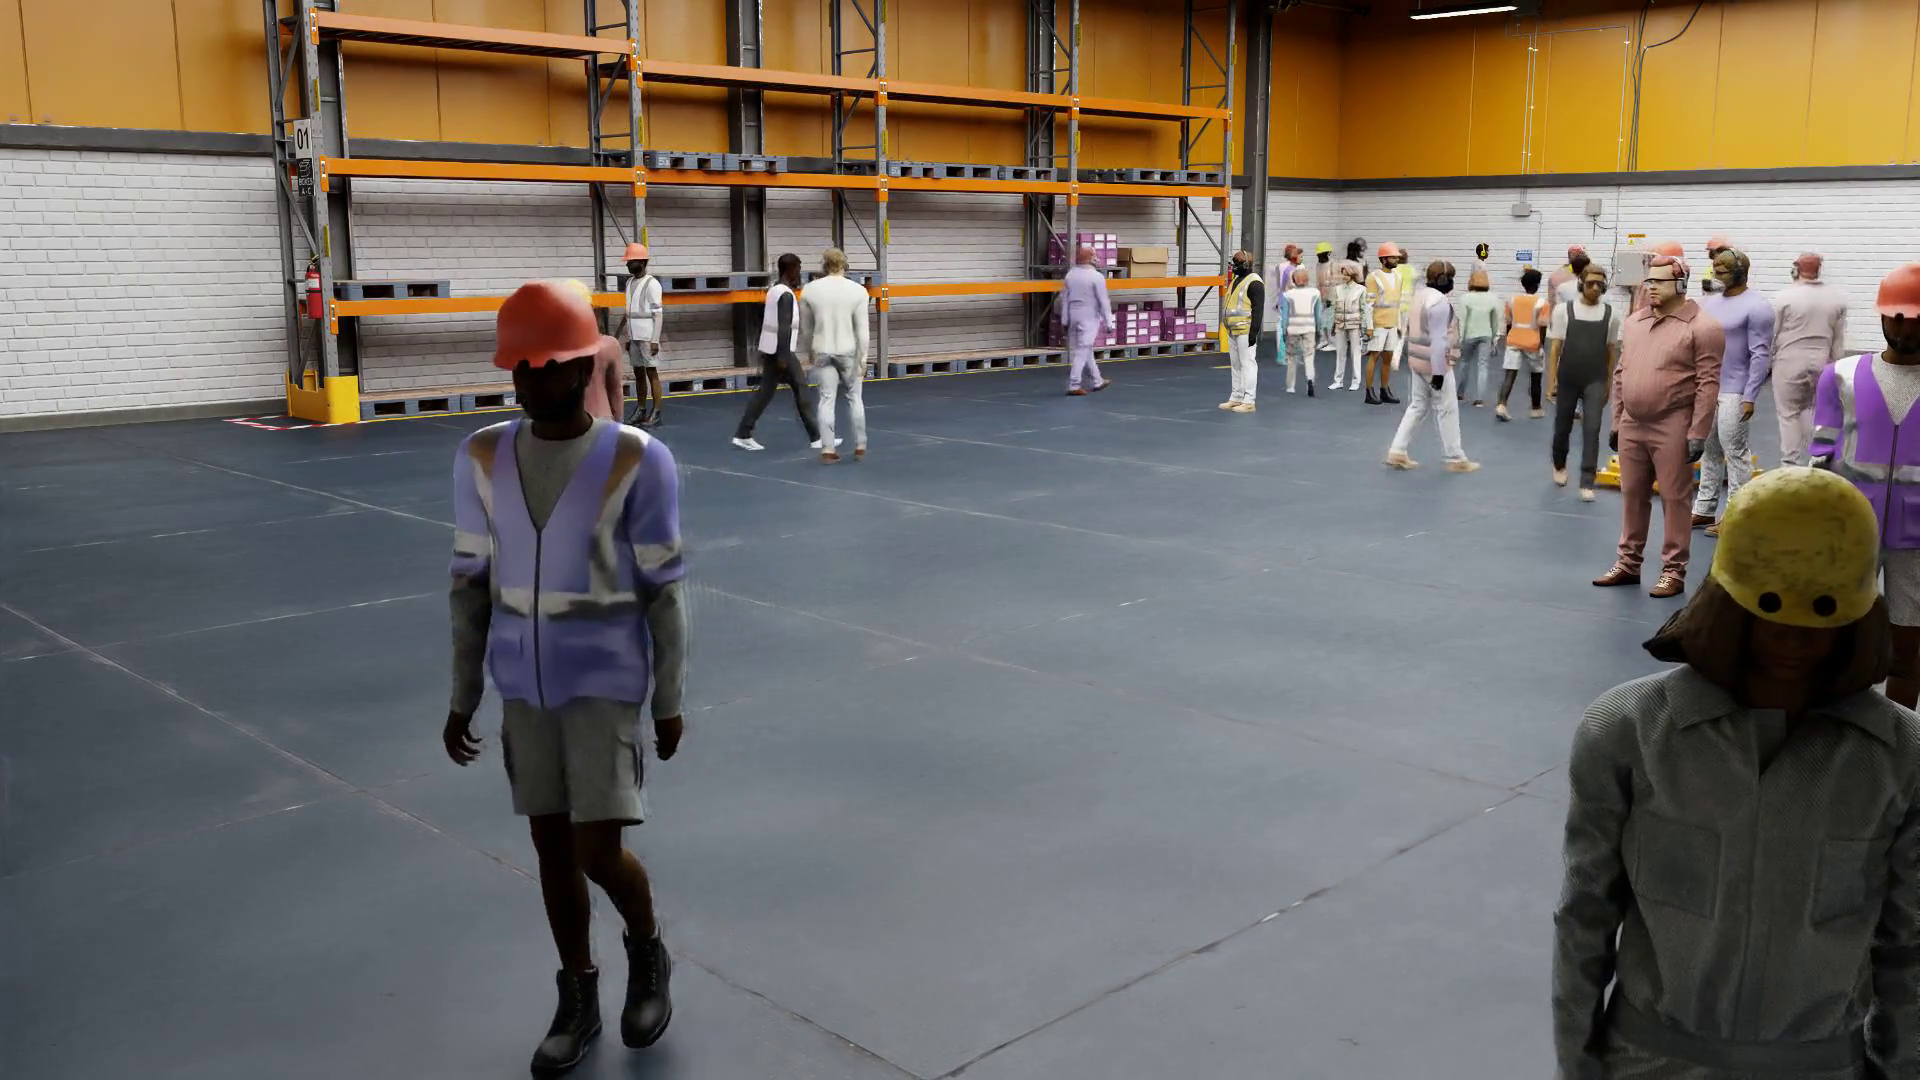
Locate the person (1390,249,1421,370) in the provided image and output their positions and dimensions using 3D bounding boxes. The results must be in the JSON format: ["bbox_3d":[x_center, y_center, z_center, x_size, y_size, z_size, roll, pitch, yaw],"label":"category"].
[{"bbox_3d":[6.585,-3.493,25.240,0.643,1.806,0.828,-1,10,-7],"label":"person"}]

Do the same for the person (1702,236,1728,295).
[{"bbox_3d":[11.159,-3.449,24.440,0.617,2.020,0.876,-6,12,-29],"label":"person"}]

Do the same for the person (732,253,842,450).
[{"bbox_3d":[-1.692,-1.771,15.732,1.041,1.864,0.602,-4,11,-20],"label":"person"}]

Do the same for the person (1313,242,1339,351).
[{"bbox_3d":[6.388,-4.248,29.081,0.477,1.904,0.620,-5,11,-24],"label":"person"}]

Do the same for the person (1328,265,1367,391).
[{"bbox_3d":[5.090,-2.774,21.774,0.517,1.636,0.314,10,14,43],"label":"person"}]

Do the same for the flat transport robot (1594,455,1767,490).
[{"bbox_3d":[5.873,-0.590,13.589,1.431,0.197,0.652,-7,12,-32],"label":"flat transport robot"}]

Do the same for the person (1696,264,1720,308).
[{"bbox_3d":[7.932,-2.040,17.518,0.850,1.732,0.529,-2,11,-12],"label":"person"}]

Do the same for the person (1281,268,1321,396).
[{"bbox_3d":[4.337,-2.638,21.098,0.520,1.610,0.730,1,10,4],"label":"person"}]

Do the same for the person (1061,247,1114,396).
[{"bbox_3d":[1.700,-2.779,21.154,0.949,1.860,0.680,-8,13,-38],"label":"person"}]

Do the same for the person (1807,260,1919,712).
[{"bbox_3d":[3.309,-0.022,5.950,0.544,1.936,0.359,6,12,28],"label":"person"}]

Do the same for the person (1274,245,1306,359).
[{"bbox_3d":[5.486,-3.919,27.405,0.587,1.849,0.927,7,12,33],"label":"person"}]

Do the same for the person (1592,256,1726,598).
[{"bbox_3d":[3.930,-0.637,9.386,0.408,1.908,0.645,-6,12,-30],"label":"person"}]

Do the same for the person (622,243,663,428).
[{"bbox_3d":[-3.363,-2.150,17.547,0.375,1.939,0.546,-10,14,-44],"label":"person"}]

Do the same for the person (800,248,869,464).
[{"bbox_3d":[-1.114,-1.630,14.802,0.643,1.911,0.649,1,10,6],"label":"person"}]

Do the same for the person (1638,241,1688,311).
[{"bbox_3d":[6.817,-1.872,15.994,0.916,1.957,0.642,1,10,5],"label":"person"}]

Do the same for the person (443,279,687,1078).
[{"bbox_3d":[-0.945,0.352,3.959,0.564,1.924,0.405,3,11,15],"label":"person"}]

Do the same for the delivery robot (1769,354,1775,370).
[{"bbox_3d":[11.537,-2.606,23.554,0.477,0.478,0.707,-5,12,-28],"label":"delivery robot"}]

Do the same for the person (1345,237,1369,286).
[{"bbox_3d":[7.126,-4.485,30.001,0.731,2.000,0.707,7,12,32],"label":"person"}]

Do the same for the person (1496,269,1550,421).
[{"bbox_3d":[6.162,-2.125,18.174,0.536,1.663,0.852,9,14,42],"label":"person"}]

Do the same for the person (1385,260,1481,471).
[{"bbox_3d":[4.068,-1.481,14.281,0.794,1.816,0.645,-1,10,-5],"label":"person"}]

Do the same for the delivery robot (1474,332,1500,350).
[{"bbox_3d":[8.658,-3.397,27.868,0.707,0.478,0.477,6,12,30],"label":"delivery robot"}]

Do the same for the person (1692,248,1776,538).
[{"bbox_3d":[5.159,-0.985,11.210,0.370,1.934,0.627,-3,11,-14],"label":"person"}]

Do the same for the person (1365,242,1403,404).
[{"bbox_3d":[5.109,-2.601,19.993,0.552,1.942,0.341,-6,12,-29],"label":"person"}]

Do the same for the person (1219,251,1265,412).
[{"bbox_3d":[3.236,-2.393,19.136,0.429,1.842,0.637,-3,11,-17],"label":"person"}]

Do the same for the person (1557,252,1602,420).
[{"bbox_3d":[6.686,-2.191,18.036,0.527,1.847,0.721,9,14,41],"label":"person"}]

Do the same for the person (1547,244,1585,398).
[{"bbox_3d":[7.675,-2.735,20.826,0.409,1.907,0.651,-8,13,-36],"label":"person"}]

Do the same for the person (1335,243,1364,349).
[{"bbox_3d":[6.893,-4.338,29.636,0.970,1.914,0.611,-7,13,-35],"label":"person"}]

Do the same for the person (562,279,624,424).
[{"bbox_3d":[-2.222,-0.638,9.764,0.523,1.771,0.318,-6,12,-32],"label":"person"}]

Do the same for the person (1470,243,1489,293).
[{"bbox_3d":[9.481,-4.457,30.320,0.328,1.870,0.509,-2,11,-9],"label":"person"}]

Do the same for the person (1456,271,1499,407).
[{"bbox_3d":[6.151,-2.408,19.876,0.517,1.588,0.840,0,10,0],"label":"person"}]

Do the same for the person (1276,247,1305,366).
[{"bbox_3d":[5.135,-3.603,25.761,0.413,1.844,0.574,2,11,9],"label":"person"}]

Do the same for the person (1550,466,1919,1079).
[{"bbox_3d":[1.045,0.757,2.250,0.483,1.736,0.311,3,11,16],"label":"person"}]

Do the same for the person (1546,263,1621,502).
[{"bbox_3d":[4.823,-1.240,12.929,0.518,1.819,0.850,3,11,15],"label":"person"}]

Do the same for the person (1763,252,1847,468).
[{"bbox_3d":[6.909,-1.423,13.740,0.640,1.887,0.436,-2,11,-10],"label":"person"}]
